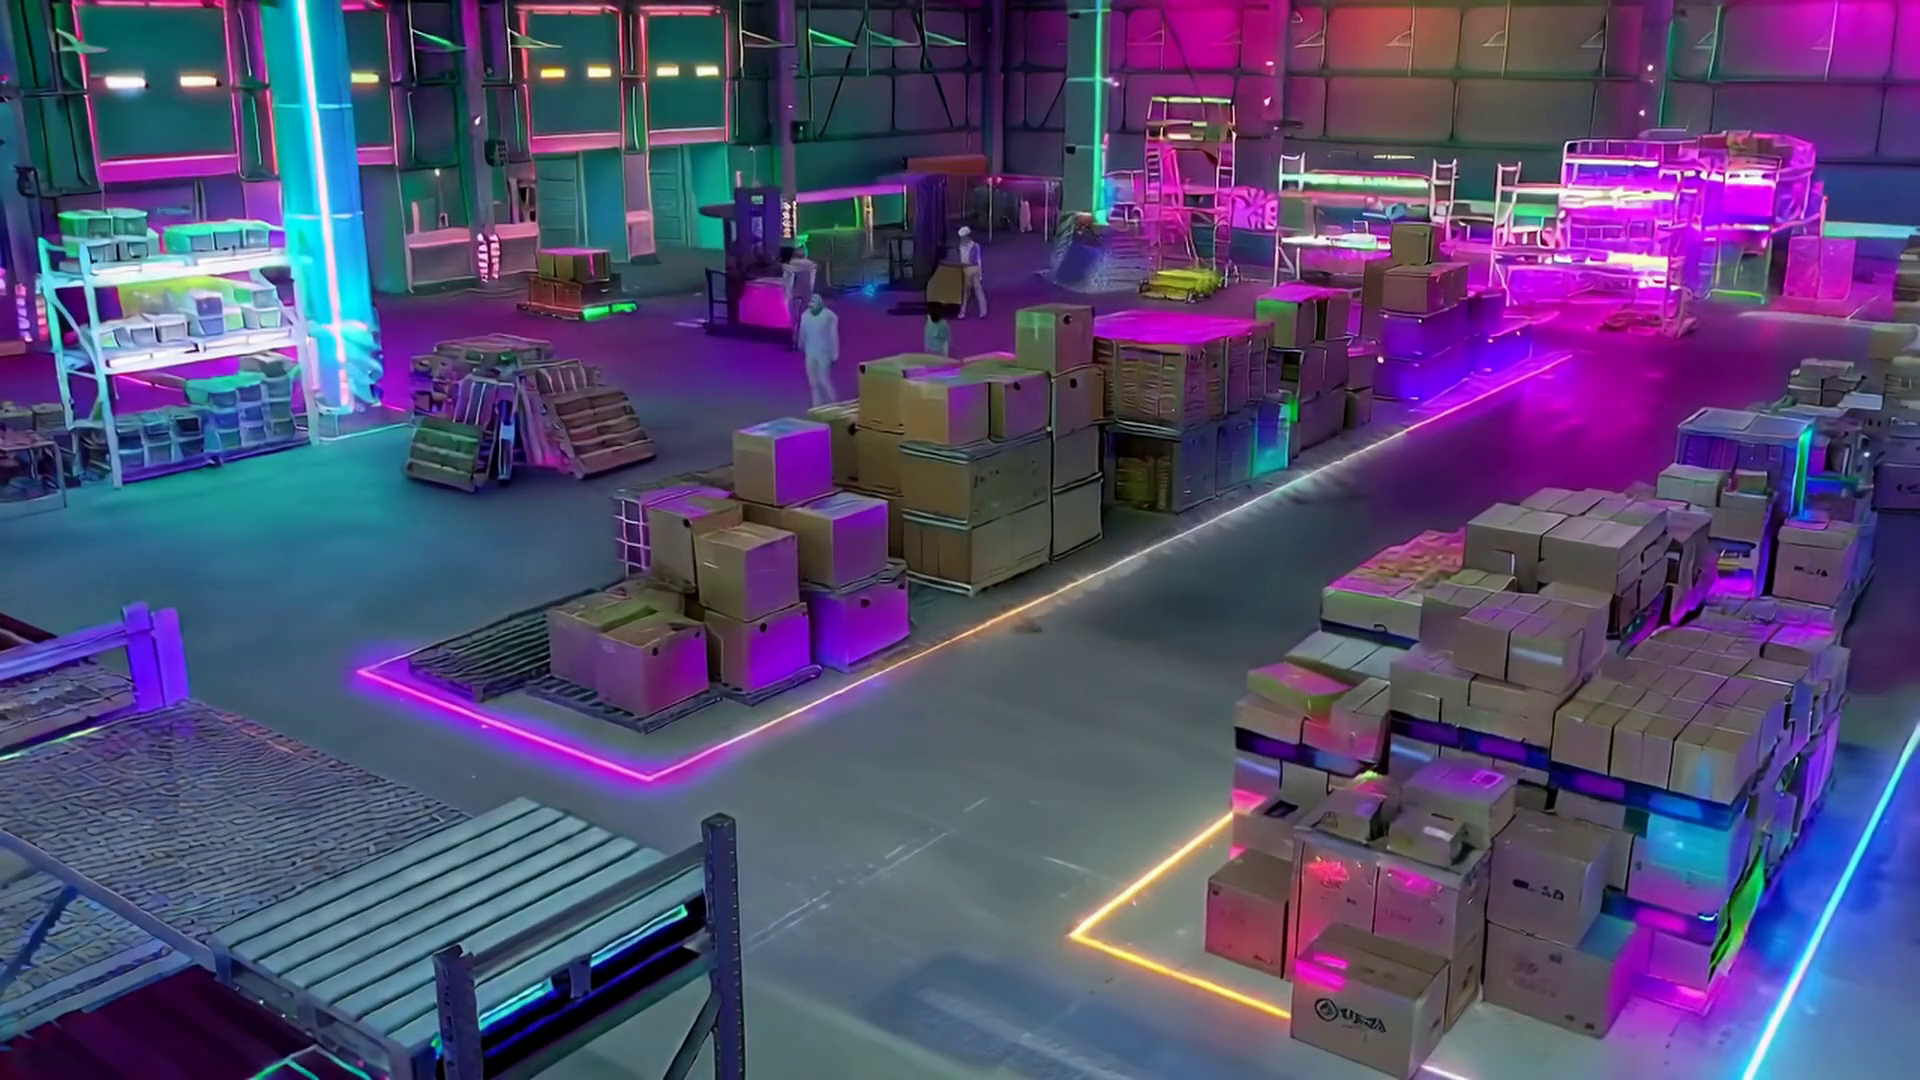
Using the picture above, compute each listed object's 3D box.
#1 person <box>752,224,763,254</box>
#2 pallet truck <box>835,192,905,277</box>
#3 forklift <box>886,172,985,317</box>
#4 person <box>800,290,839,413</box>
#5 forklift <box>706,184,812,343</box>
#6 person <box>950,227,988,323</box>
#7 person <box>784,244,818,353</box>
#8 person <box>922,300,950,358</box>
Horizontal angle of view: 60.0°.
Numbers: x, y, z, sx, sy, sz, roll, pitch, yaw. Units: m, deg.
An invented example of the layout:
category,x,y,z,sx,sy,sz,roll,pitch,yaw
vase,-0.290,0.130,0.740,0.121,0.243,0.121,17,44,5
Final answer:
category,x,y,z,sx,sy,sz,roll,pitch,yaw
person,-4.046,-5.248,32.774,0.375,1.925,0.595,11,20,33
pallet truck,-1.936,-7.159,38.982,1.885,1.965,0.823,-12,21,-34
forklift,-0.473,-5.974,33.556,1.873,2.768,1.129,3,17,10
person,-2.046,-2.717,24.402,0.644,1.919,0.513,9,19,27
forklift,-3.715,-5.181,30.929,1.873,2.768,1.129,12,21,35
person,0.233,-5.242,32.868,1.002,1.855,0.715,-16,23,-42
person,-2.831,-4.308,29.667,0.639,1.926,0.367,-8,18,-24
person,-0.293,-2.815,25.145,0.696,1.675,0.533,-11,20,-31
